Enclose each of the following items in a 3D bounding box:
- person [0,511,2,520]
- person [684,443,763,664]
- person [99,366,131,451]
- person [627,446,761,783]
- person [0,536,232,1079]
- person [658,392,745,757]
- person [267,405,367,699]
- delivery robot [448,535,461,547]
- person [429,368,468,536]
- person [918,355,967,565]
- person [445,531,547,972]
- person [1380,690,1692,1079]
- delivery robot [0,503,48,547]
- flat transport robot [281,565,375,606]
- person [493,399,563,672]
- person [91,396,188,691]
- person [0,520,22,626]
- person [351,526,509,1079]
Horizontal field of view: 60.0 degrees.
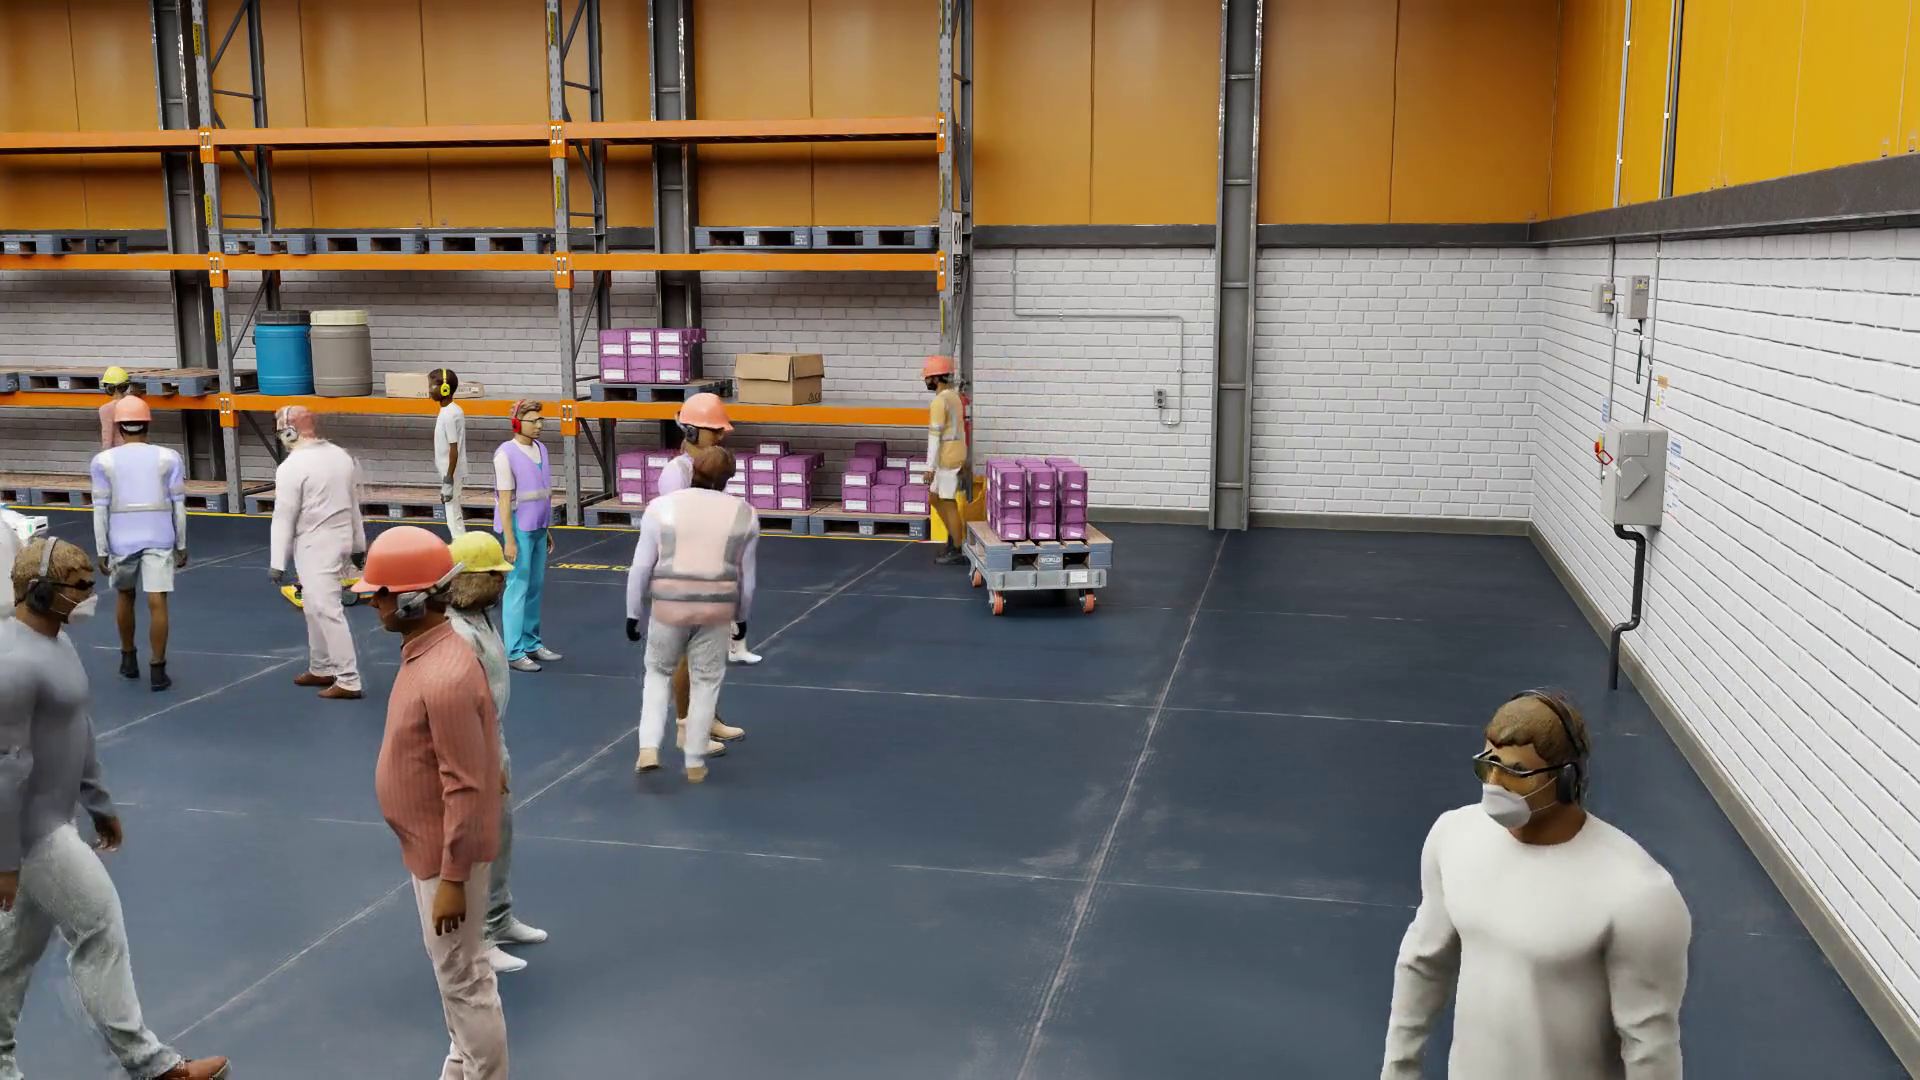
[{"bbox_3d":[-5.936,0.179,9.749,0.649,1.940,1.009,-9,13,-42],"label":"person"},{"bbox_3d":[-1.672,0.087,11.257,0.733,1.611,0.537,6,11,30],"label":"person"},{"bbox_3d":[-7.994,-0.772,15.883,0.309,1.770,0.525,2,10,13],"label":"person"},{"bbox_3d":[-1.412,0.401,8.867,0.716,1.807,0.430,-2,10,-12],"label":"person"},{"bbox_3d":[-2.840,0.933,5.398,0.936,1.895,0.638,-3,10,-20],"label":"person"},{"bbox_3d":[-1.443,0.187,9.397,0.375,2.042,0.608,3,10,15],"label":"person"},{"bbox_3d":[-4.127,0.087,10.505,0.750,1.866,0.666,2,10,9],"label":"person"},{"bbox_3d":[-4.026,0.207,13.397,0.477,0.478,0.707,-6,11,-32],"label":"delivery robot"},{"bbox_3d":[-4.331,-0.518,14.075,0.328,1.874,0.512,-3,10,-16],"label":"person"},{"bbox_3d":[-0.138,-0.715,15.111,0.484,1.915,0.559,2,10,11],"label":"person"},{"bbox_3d":[-1.850,0.826,6.514,0.331,1.743,0.491,-1,10,-5],"label":"person"},{"bbox_3d":[1.237,1.238,3.650,1.041,1.887,0.652,-5,11,-28],"label":"person"},{"bbox_3d":[-8.738,-0.094,15.179,0.707,0.478,0.477,0,10,-3],"label":"delivery robot"},{"bbox_3d":[-4.800,0.334,13.758,1.431,0.197,0.652,-6,11,-32],"label":"flat transport robot"},{"bbox_3d":[-2.967,-0.038,11.318,0.372,1.840,0.570,2,10,13],"label":"person"},{"bbox_3d":[-5.367,0.006,10.932,0.553,1.885,0.850,-4,10,-23],"label":"person"},{"bbox_3d":[-4.435,0.541,7.583,0.525,1.945,0.631,1,10,6],"label":"person"},{"bbox_3d":[-1.605,0.937,5.097,0.394,1.990,0.618,-4,10,-23],"label":"person"}]
